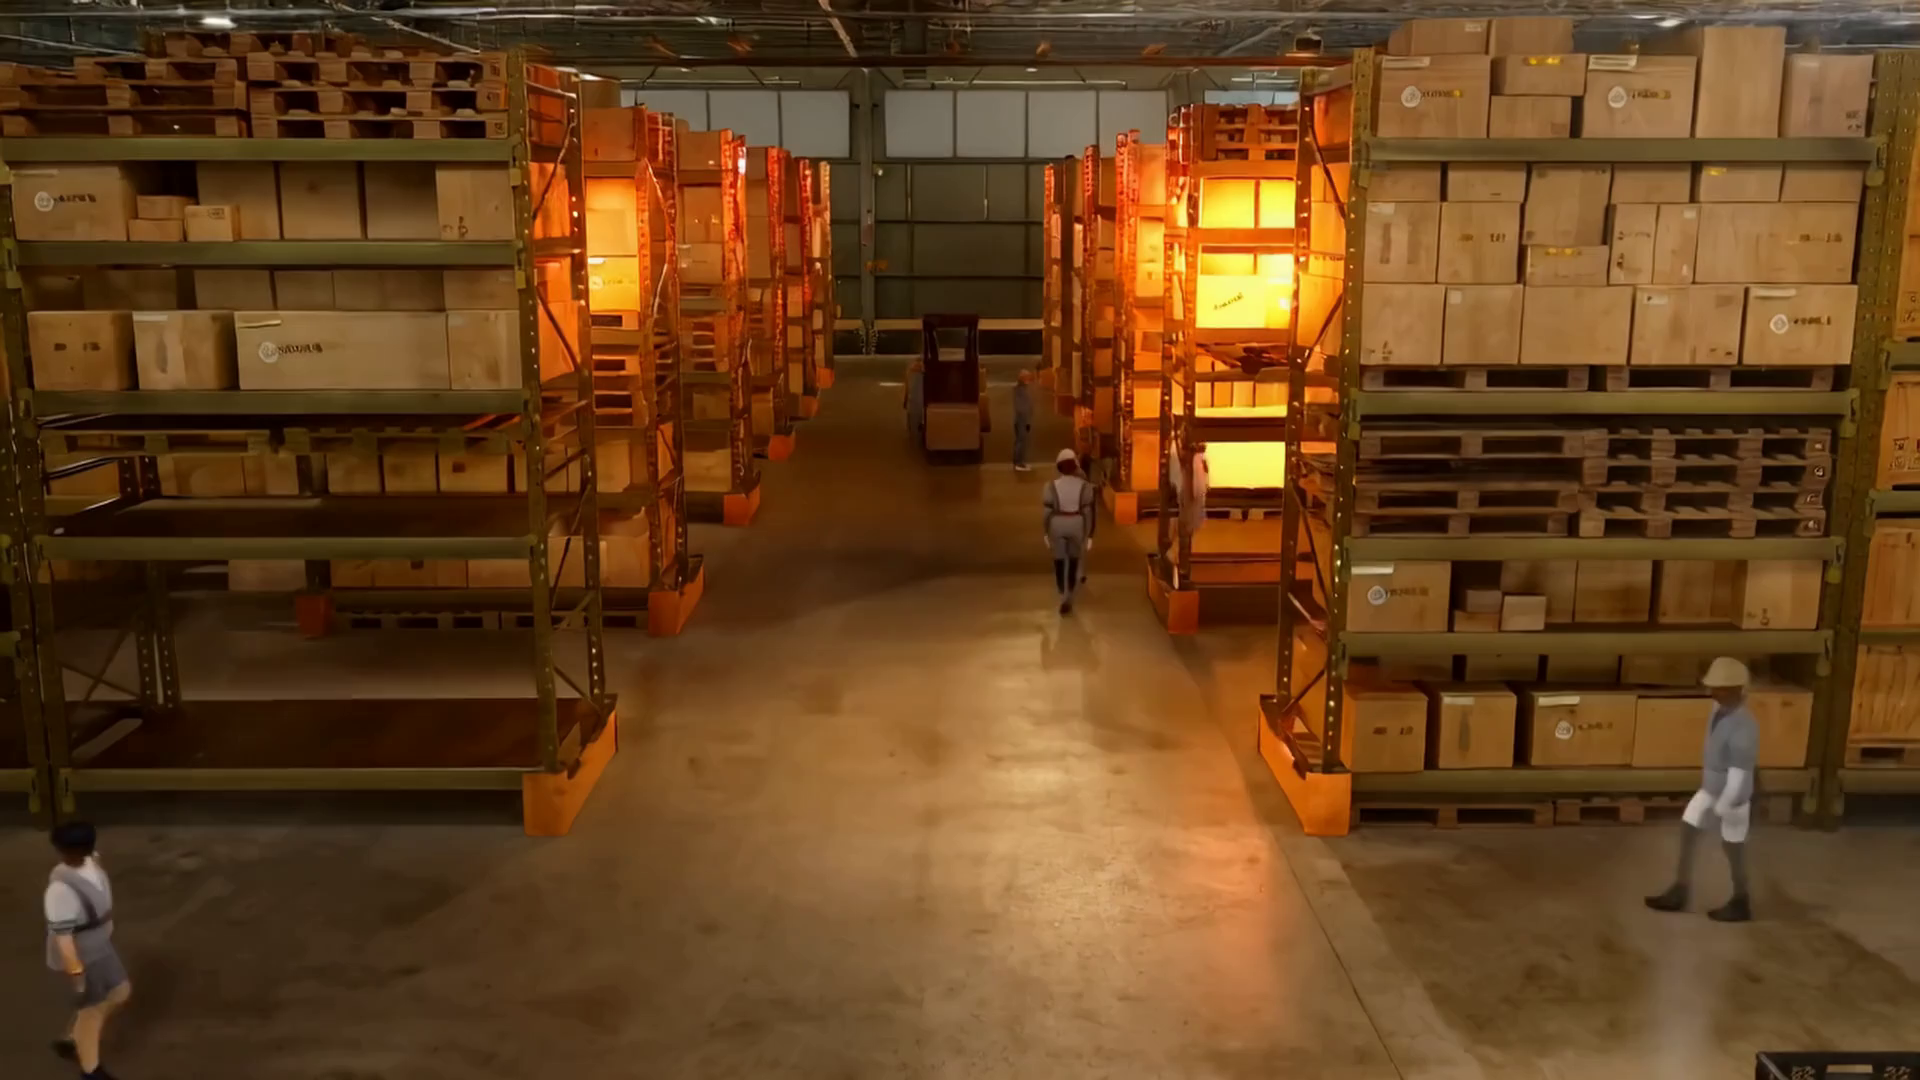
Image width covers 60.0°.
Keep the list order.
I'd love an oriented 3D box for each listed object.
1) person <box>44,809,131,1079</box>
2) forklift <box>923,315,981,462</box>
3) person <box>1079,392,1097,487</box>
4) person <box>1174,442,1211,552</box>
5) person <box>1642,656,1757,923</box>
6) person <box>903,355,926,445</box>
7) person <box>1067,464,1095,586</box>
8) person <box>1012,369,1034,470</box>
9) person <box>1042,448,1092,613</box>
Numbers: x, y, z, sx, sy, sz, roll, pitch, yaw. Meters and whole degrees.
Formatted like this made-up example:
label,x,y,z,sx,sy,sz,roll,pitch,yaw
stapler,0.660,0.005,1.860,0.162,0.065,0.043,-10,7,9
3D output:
label,x,y,z,sx,sy,sz,roll,pitch,yaw
person,-4.891,2.300,9.281,0.399,1.677,0.547,-2,12,-9
forklift,-0.161,-3.005,32.591,1.129,2.768,1.873,0,11,-2
person,2.278,-1.793,29.530,0.316,1.697,0.542,-2,12,-8
person,3.312,-0.650,23.611,0.483,1.797,0.684,6,13,29
person,5.172,1.736,11.523,0.836,1.903,0.573,0,11,-1
person,-0.856,-2.899,34.532,0.651,1.891,0.550,-1,11,-7
person,1.522,-0.204,21.906,0.513,1.597,0.806,1,11,4
person,1.206,-2.281,31.472,0.396,1.899,0.643,-3,12,-13
person,1.322,-0.115,20.486,0.608,2.005,0.957,0,11,-1
